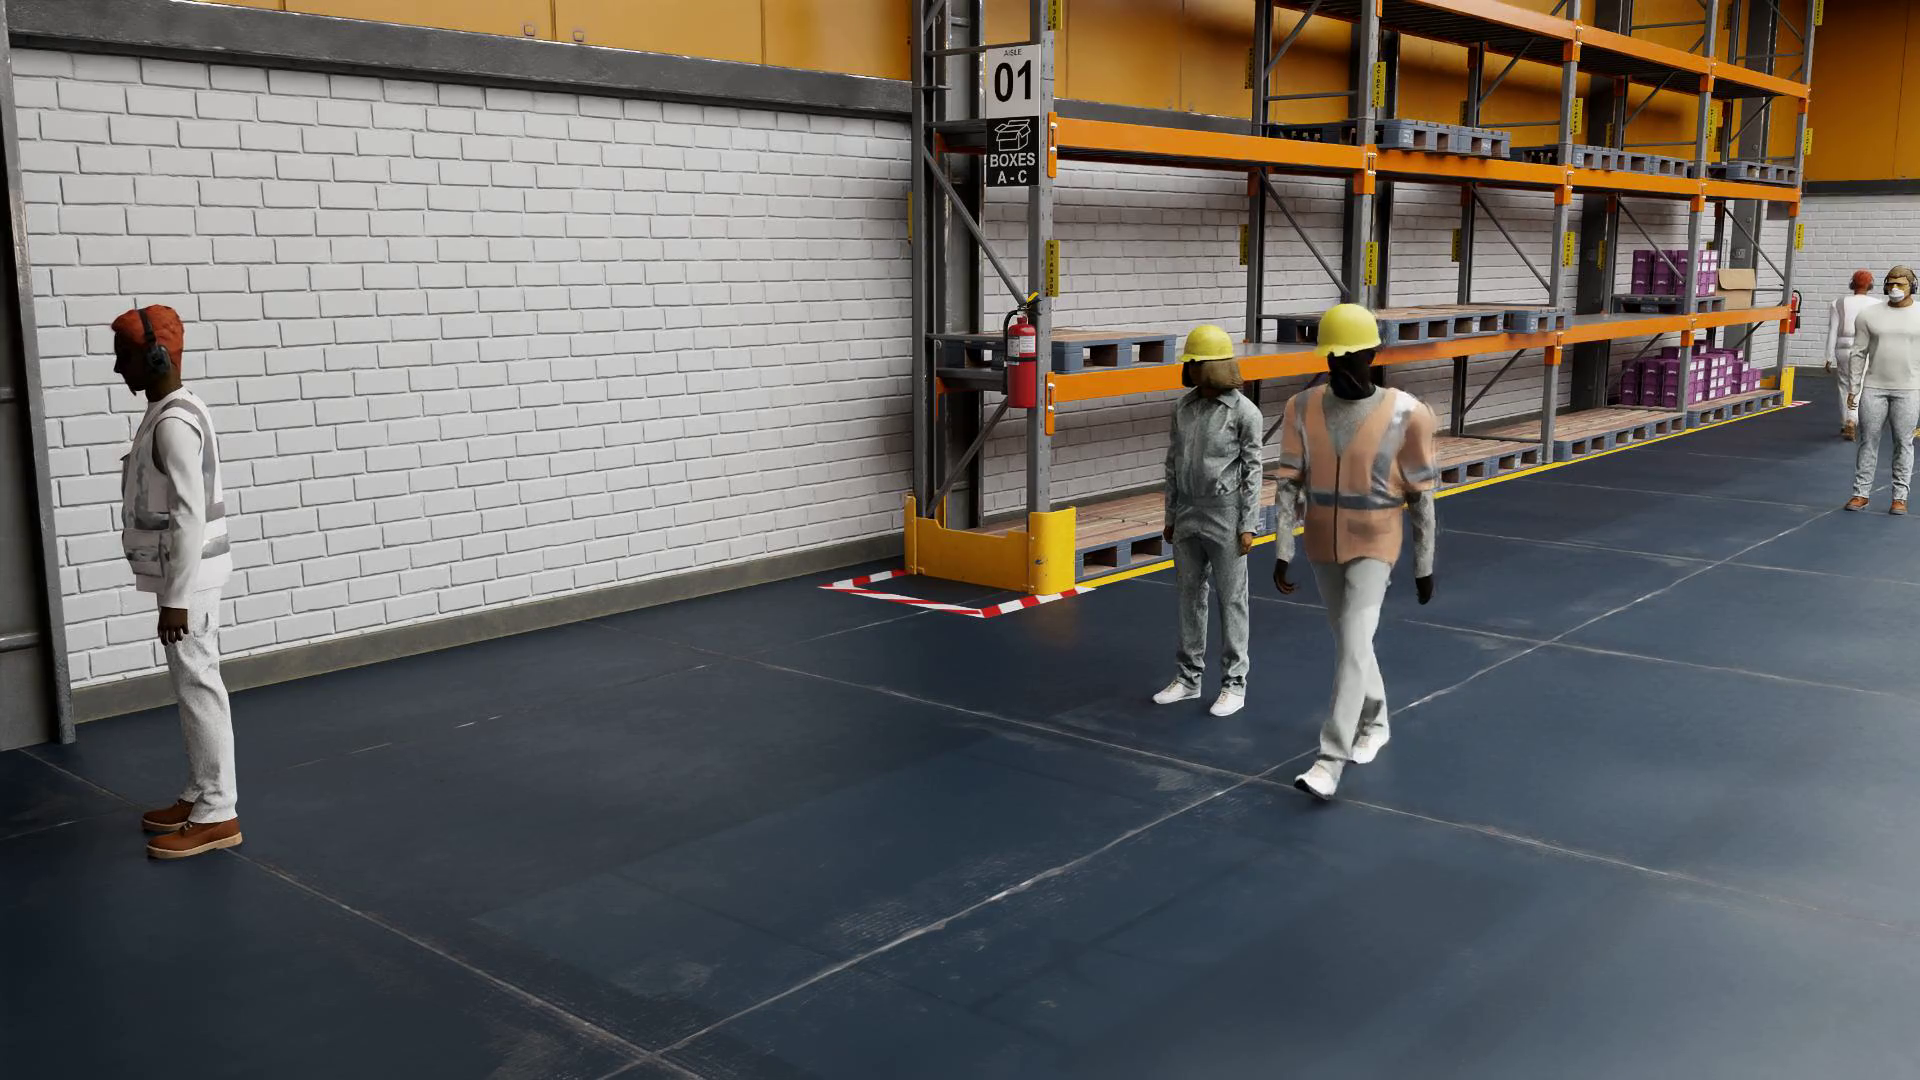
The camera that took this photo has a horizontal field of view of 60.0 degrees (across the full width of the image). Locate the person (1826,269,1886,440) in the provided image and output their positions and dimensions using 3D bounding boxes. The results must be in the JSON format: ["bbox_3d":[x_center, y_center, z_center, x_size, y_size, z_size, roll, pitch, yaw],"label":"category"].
[{"bbox_3d":[9.727,-2.008,18.057,0.582,1.856,0.866,6,12,32],"label":"person"}]

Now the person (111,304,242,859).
[{"bbox_3d":[-2.695,0.145,5.724,0.356,1.876,0.573,-5,11,-26],"label":"person"}]

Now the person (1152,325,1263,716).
[{"bbox_3d":[1.105,-0.085,7.419,0.491,1.741,0.323,10,14,44],"label":"person"}]

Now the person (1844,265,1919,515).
[{"bbox_3d":[7.292,-1.169,13.023,0.638,1.938,0.357,8,13,38],"label":"person"}]

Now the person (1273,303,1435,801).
[{"bbox_3d":[1.499,0.030,6.416,0.580,1.862,1.037,8,13,39],"label":"person"}]
